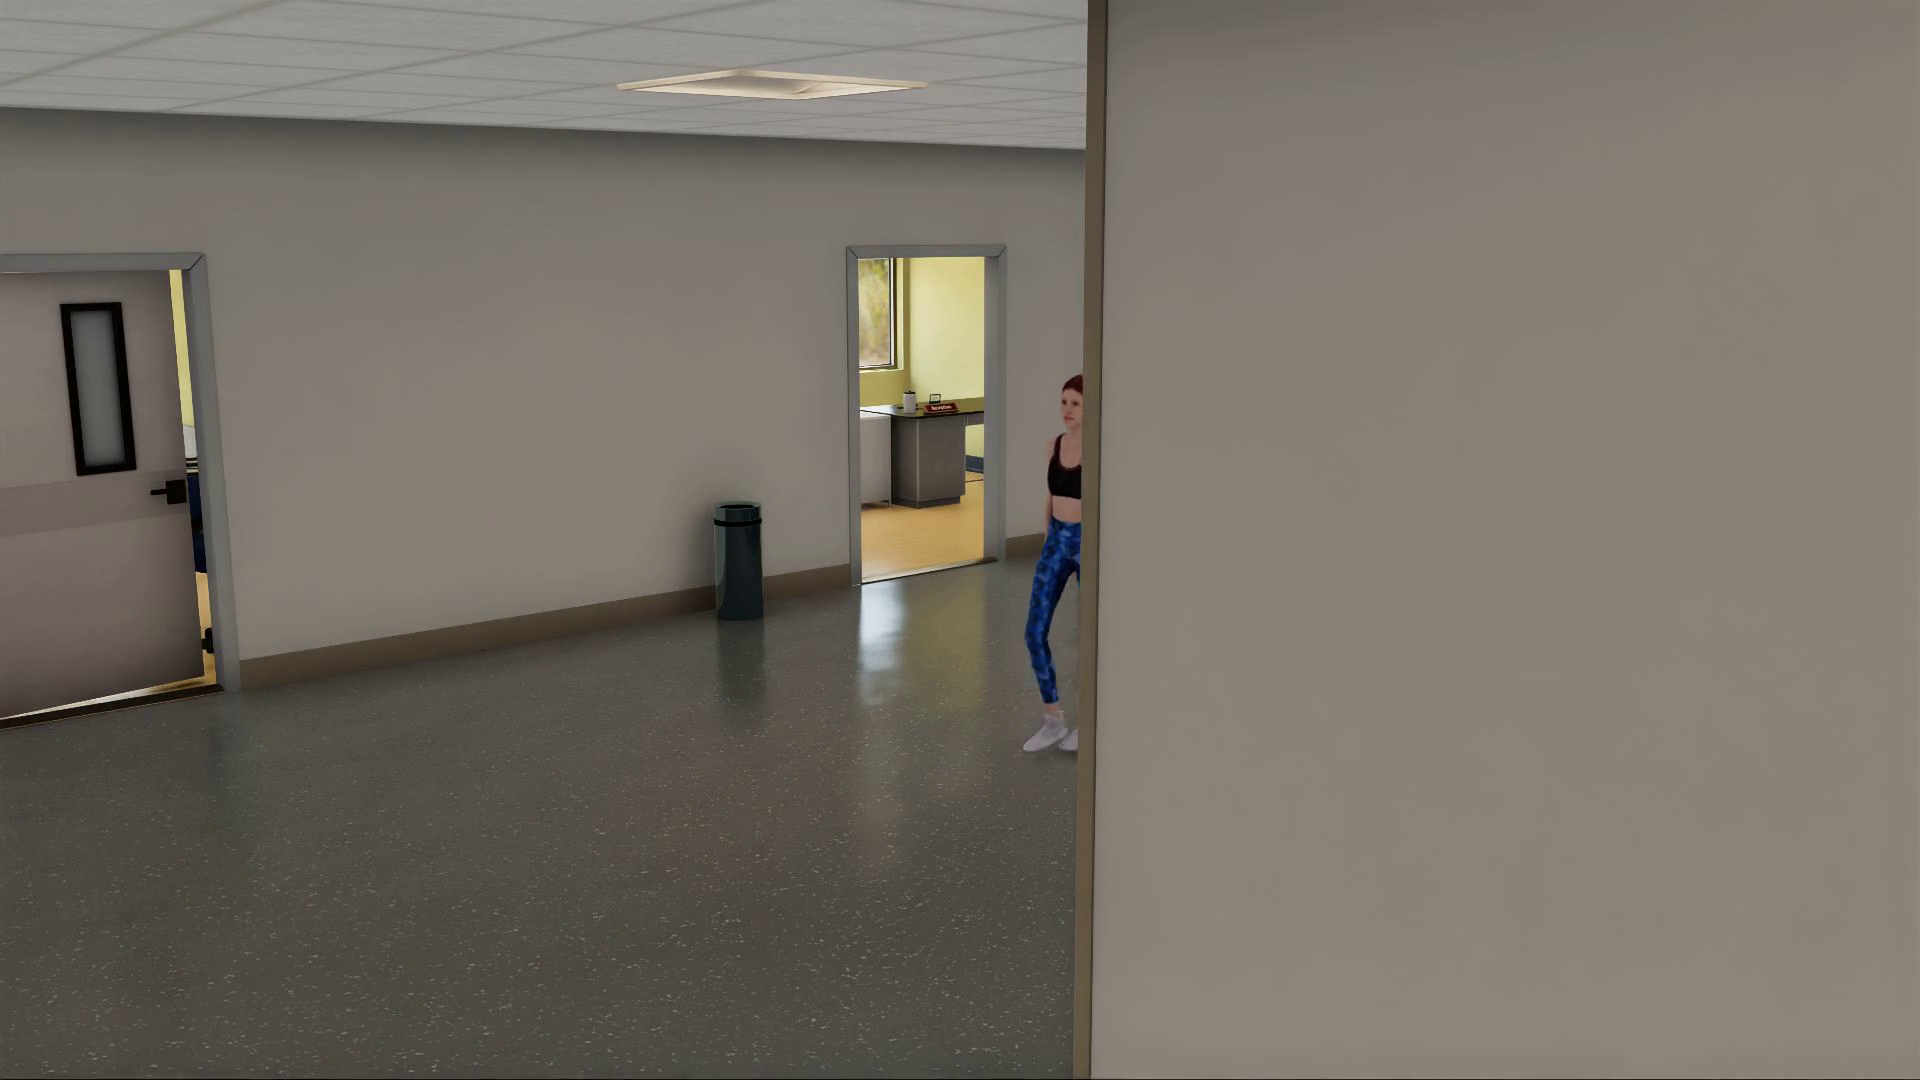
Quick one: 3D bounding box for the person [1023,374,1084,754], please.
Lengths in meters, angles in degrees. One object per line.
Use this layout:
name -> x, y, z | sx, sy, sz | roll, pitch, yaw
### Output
person -> 0.600, 0.121, 7.729 | 0.669, 1.770, 0.754 | 9, 14, 38
